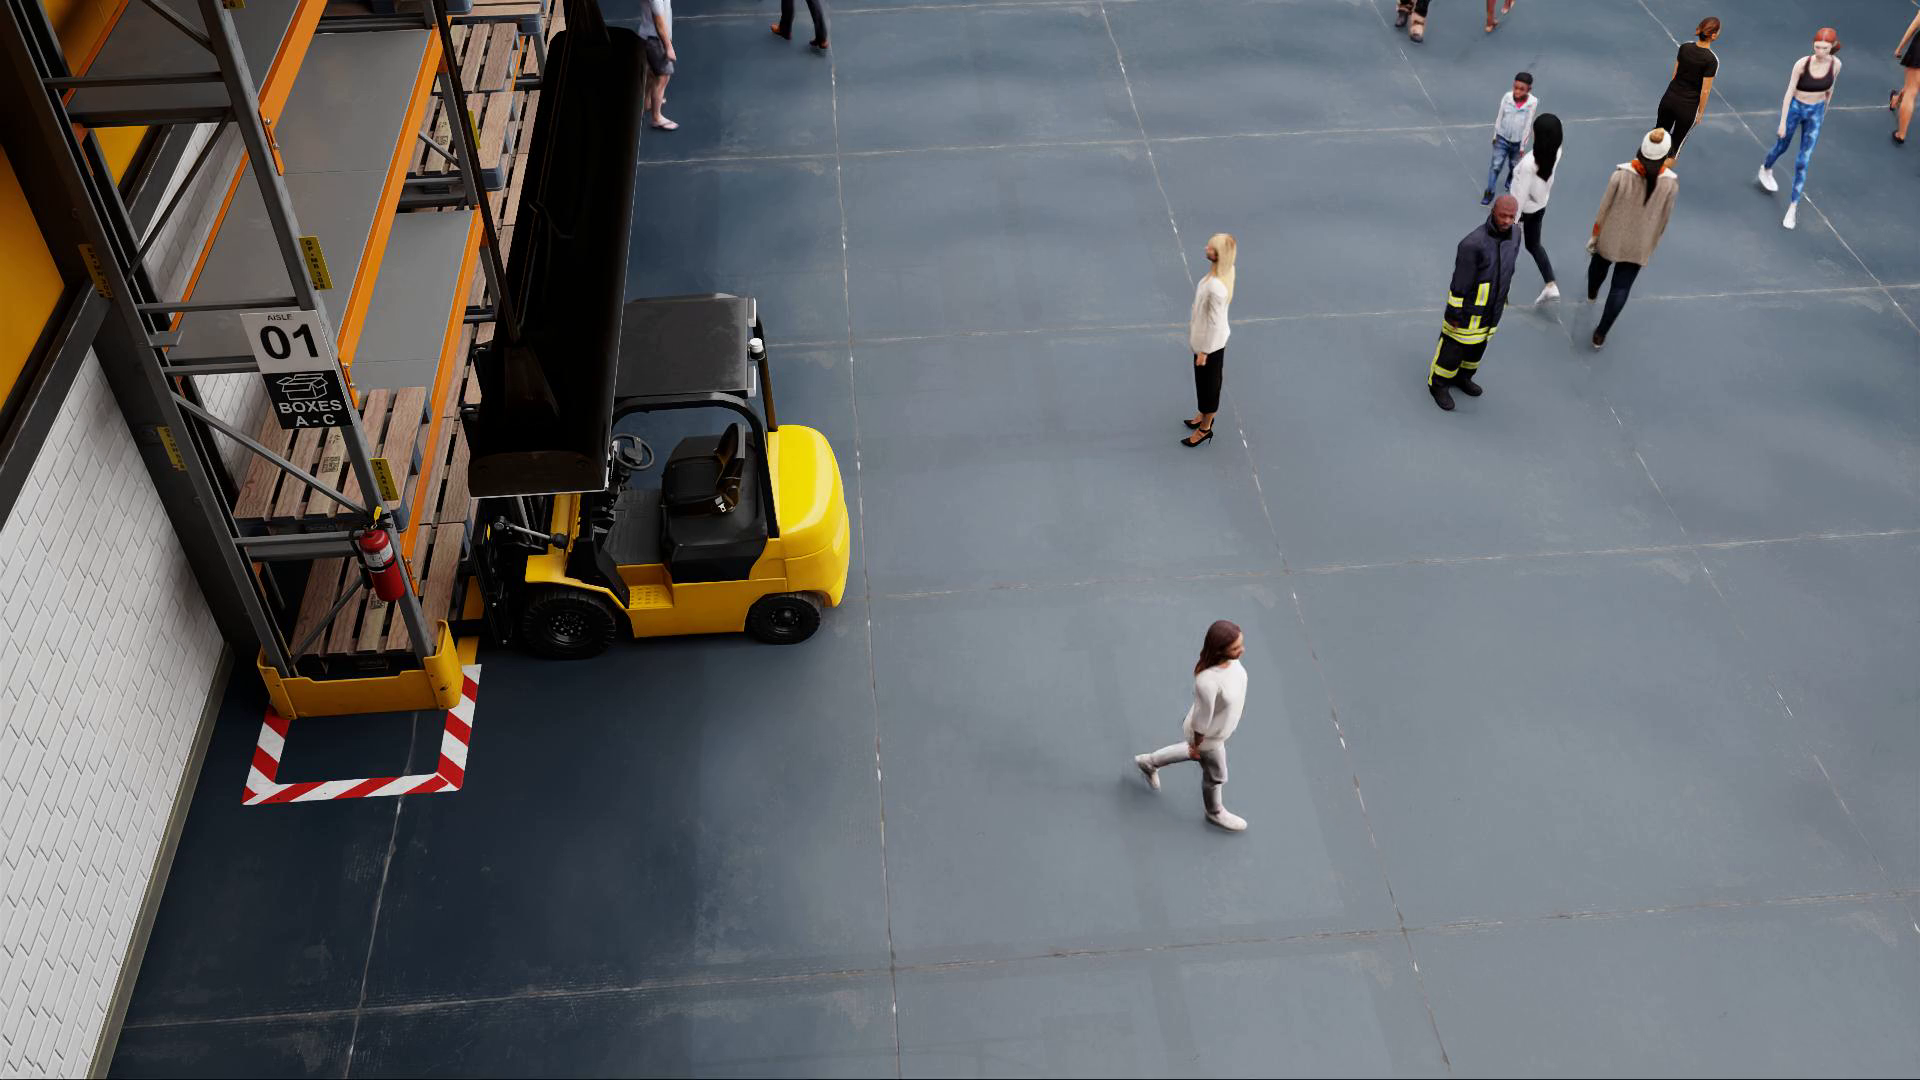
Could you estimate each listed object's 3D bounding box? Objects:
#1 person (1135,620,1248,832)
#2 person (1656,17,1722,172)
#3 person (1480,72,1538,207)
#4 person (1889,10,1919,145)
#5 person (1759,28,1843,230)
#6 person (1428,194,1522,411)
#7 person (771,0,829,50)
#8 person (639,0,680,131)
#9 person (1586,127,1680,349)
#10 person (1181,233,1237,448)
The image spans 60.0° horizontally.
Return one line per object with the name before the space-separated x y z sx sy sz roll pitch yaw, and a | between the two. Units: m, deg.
person | 1.407 1.062 9.798 0.969 1.671 1.025 18 46 18
person | 6.528 -3.949 15.060 0.709 1.669 0.590 -23 48 -22
person | 5.032 -3.684 15.085 0.744 1.251 0.900 19 47 19
person | 9.126 -4.531 15.696 0.786 1.633 1.136 8 44 8
person | 7.432 -3.753 14.814 0.768 1.725 1.244 2 44 2
person | 3.961 -1.867 12.764 0.843 1.820 0.825 -21 47 -21
person | -1.596 -5.852 16.989 1.036 1.764 1.165 -31 51 -28
person | -2.949 -4.772 15.834 0.932 1.792 0.642 -19 47 -19
person | 5.312 -2.387 13.289 1.063 1.850 1.263 17 46 17
person | 1.848 -1.474 12.325 0.730 1.858 0.563 9 44 9
